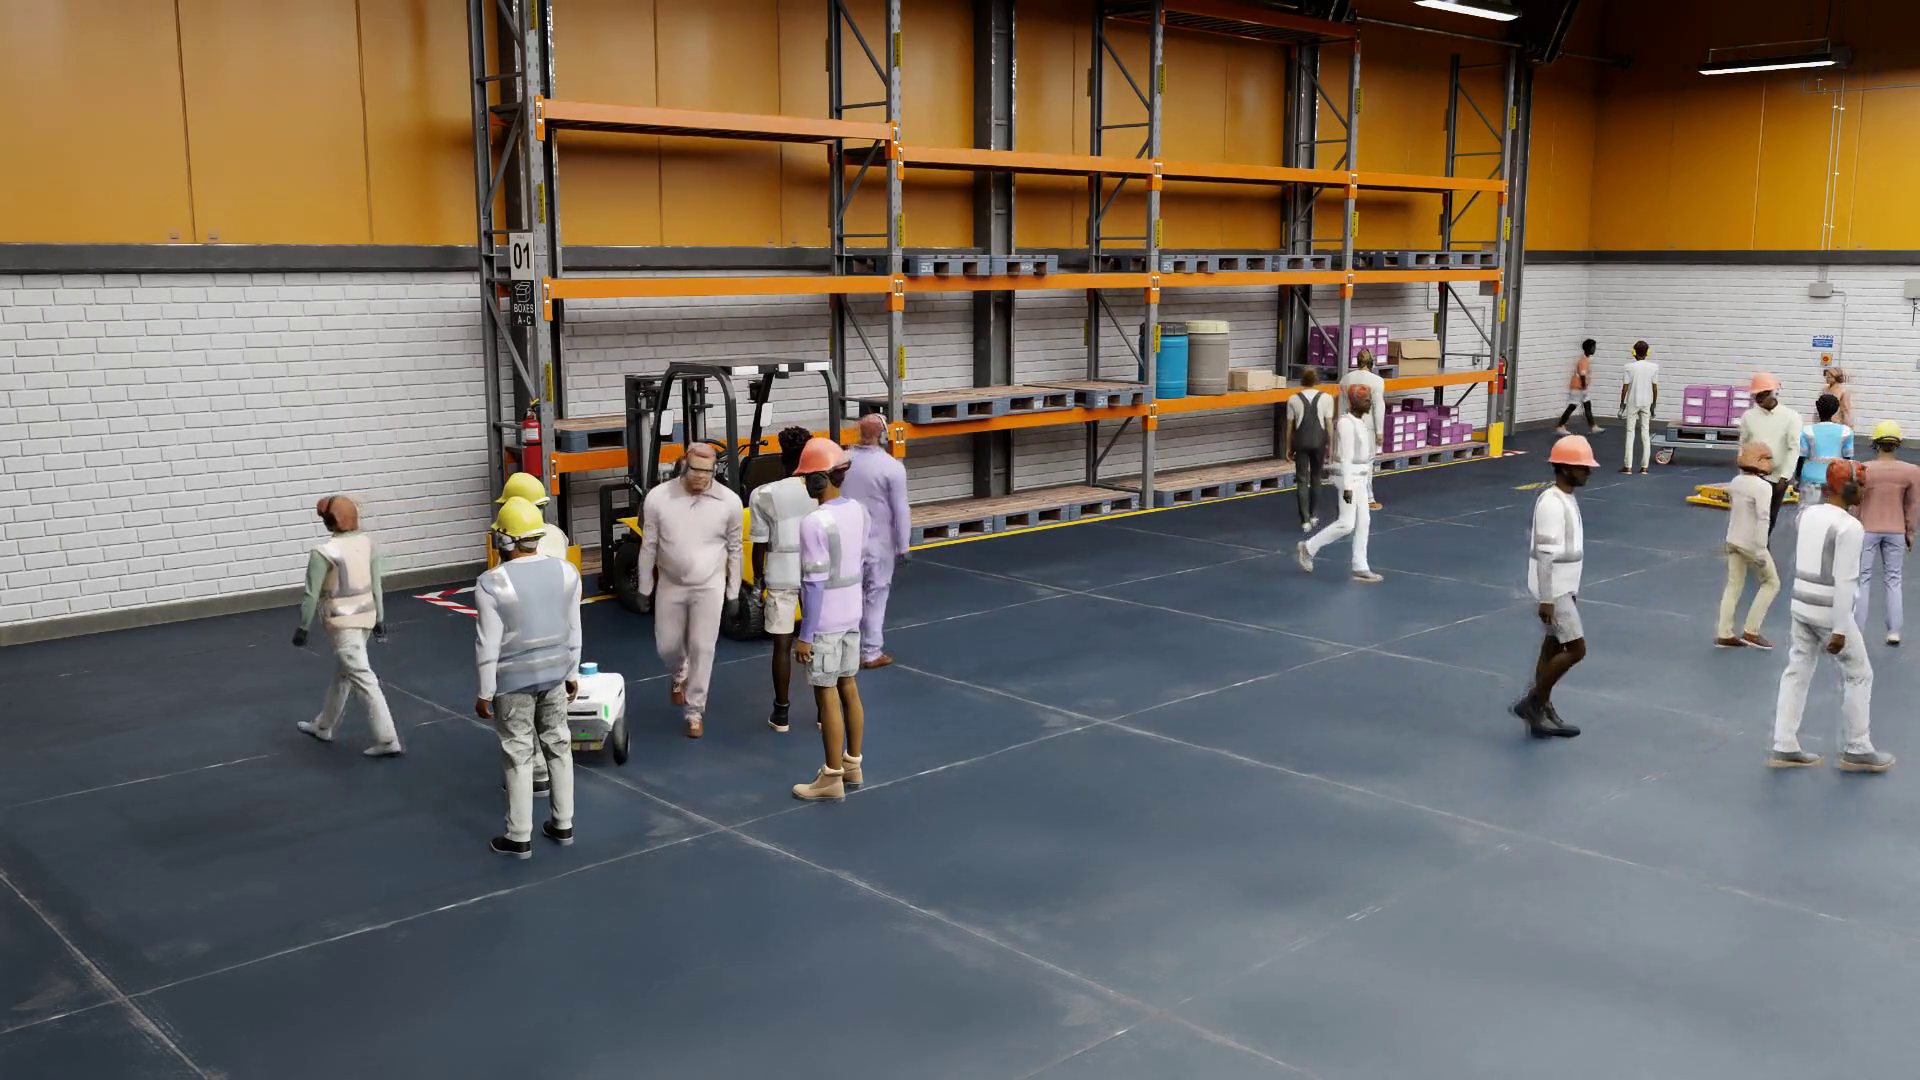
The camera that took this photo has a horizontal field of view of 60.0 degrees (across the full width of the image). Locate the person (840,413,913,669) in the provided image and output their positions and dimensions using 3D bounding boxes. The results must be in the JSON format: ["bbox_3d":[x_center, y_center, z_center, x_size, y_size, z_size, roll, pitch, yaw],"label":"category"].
[{"bbox_3d":[-0.669,0.015,12.232,0.671,1.889,0.421,7,12,35],"label":"person"}]

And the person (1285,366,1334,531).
[{"bbox_3d":[3.900,-1.032,18.599,0.532,1.806,0.815,2,10,9],"label":"person"}]

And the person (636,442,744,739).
[{"bbox_3d":[-1.726,0.288,10.684,0.700,1.874,0.684,-1,10,-6],"label":"person"}]

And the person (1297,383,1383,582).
[{"bbox_3d":[3.598,-0.537,15.556,0.724,1.866,0.597,6,11,32],"label":"person"}]

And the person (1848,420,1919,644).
[{"bbox_3d":[7.181,-0.054,13.022,0.545,1.765,0.363,2,10,10],"label":"person"}]

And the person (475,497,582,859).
[{"bbox_3d":[-2.195,0.690,8.434,0.404,1.836,0.597,9,13,43],"label":"person"}]

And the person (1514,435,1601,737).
[{"bbox_3d":[3.777,0.302,10.435,0.400,1.926,0.567,5,11,28],"label":"person"}]

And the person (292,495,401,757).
[{"bbox_3d":[-3.764,0.521,10.127,0.855,1.591,0.520,3,10,19],"label":"person"}]

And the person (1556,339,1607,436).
[{"bbox_3d":[10.481,-2.557,27.976,0.845,1.641,0.546,5,11,29],"label":"person"}]

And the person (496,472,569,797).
[{"bbox_3d":[-2.424,0.531,9.380,0.403,1.833,0.586,2,10,10],"label":"person"}]

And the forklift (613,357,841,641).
[{"bbox_3d":[-1.847,-0.414,13.852,1.214,2.155,2.313,-9,13,-42],"label":"forklift"}]

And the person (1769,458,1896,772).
[{"bbox_3d":[5.199,0.442,9.805,0.793,1.857,0.596,-1,10,-8],"label":"person"}]

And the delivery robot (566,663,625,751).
[{"bbox_3d":[-2.253,0.993,10.137,0.477,0.478,0.707,-1,10,-4],"label":"delivery robot"}]

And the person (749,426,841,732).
[{"bbox_3d":[-1.040,0.250,10.631,0.602,1.966,0.368,-2,10,-9],"label":"person"}]

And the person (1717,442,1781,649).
[{"bbox_3d":[6.128,0.049,12.821,0.500,1.614,0.519,-1,10,-7],"label":"person"}]

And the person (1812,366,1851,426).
[{"bbox_3d":[11.230,-1.429,21.461,0.383,1.622,0.509,-1,10,-4],"label":"person"}]

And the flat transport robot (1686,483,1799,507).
[{"bbox_3d":[9.670,-0.571,20.397,1.431,0.197,0.652,-5,11,-28],"label":"flat transport robot"}]

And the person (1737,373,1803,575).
[{"bbox_3d":[7.798,-0.654,16.047,0.581,1.934,0.921,6,11,32],"label":"person"}]

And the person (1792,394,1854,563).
[{"bbox_3d":[8.429,-0.579,16.273,0.536,1.696,0.322,2,10,12],"label":"person"}]

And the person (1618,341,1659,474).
[{"bbox_3d":[9.464,-1.849,23.223,0.511,1.865,0.329,1,10,6],"label":"person"}]

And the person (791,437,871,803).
[{"bbox_3d":[-0.741,0.444,9.279,0.375,2.042,0.608,4,11,23],"label":"person"}]

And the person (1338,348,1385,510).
[{"bbox_3d":[4.813,-1.326,19.941,0.379,1.940,0.629,-8,12,-38],"label":"person"}]
